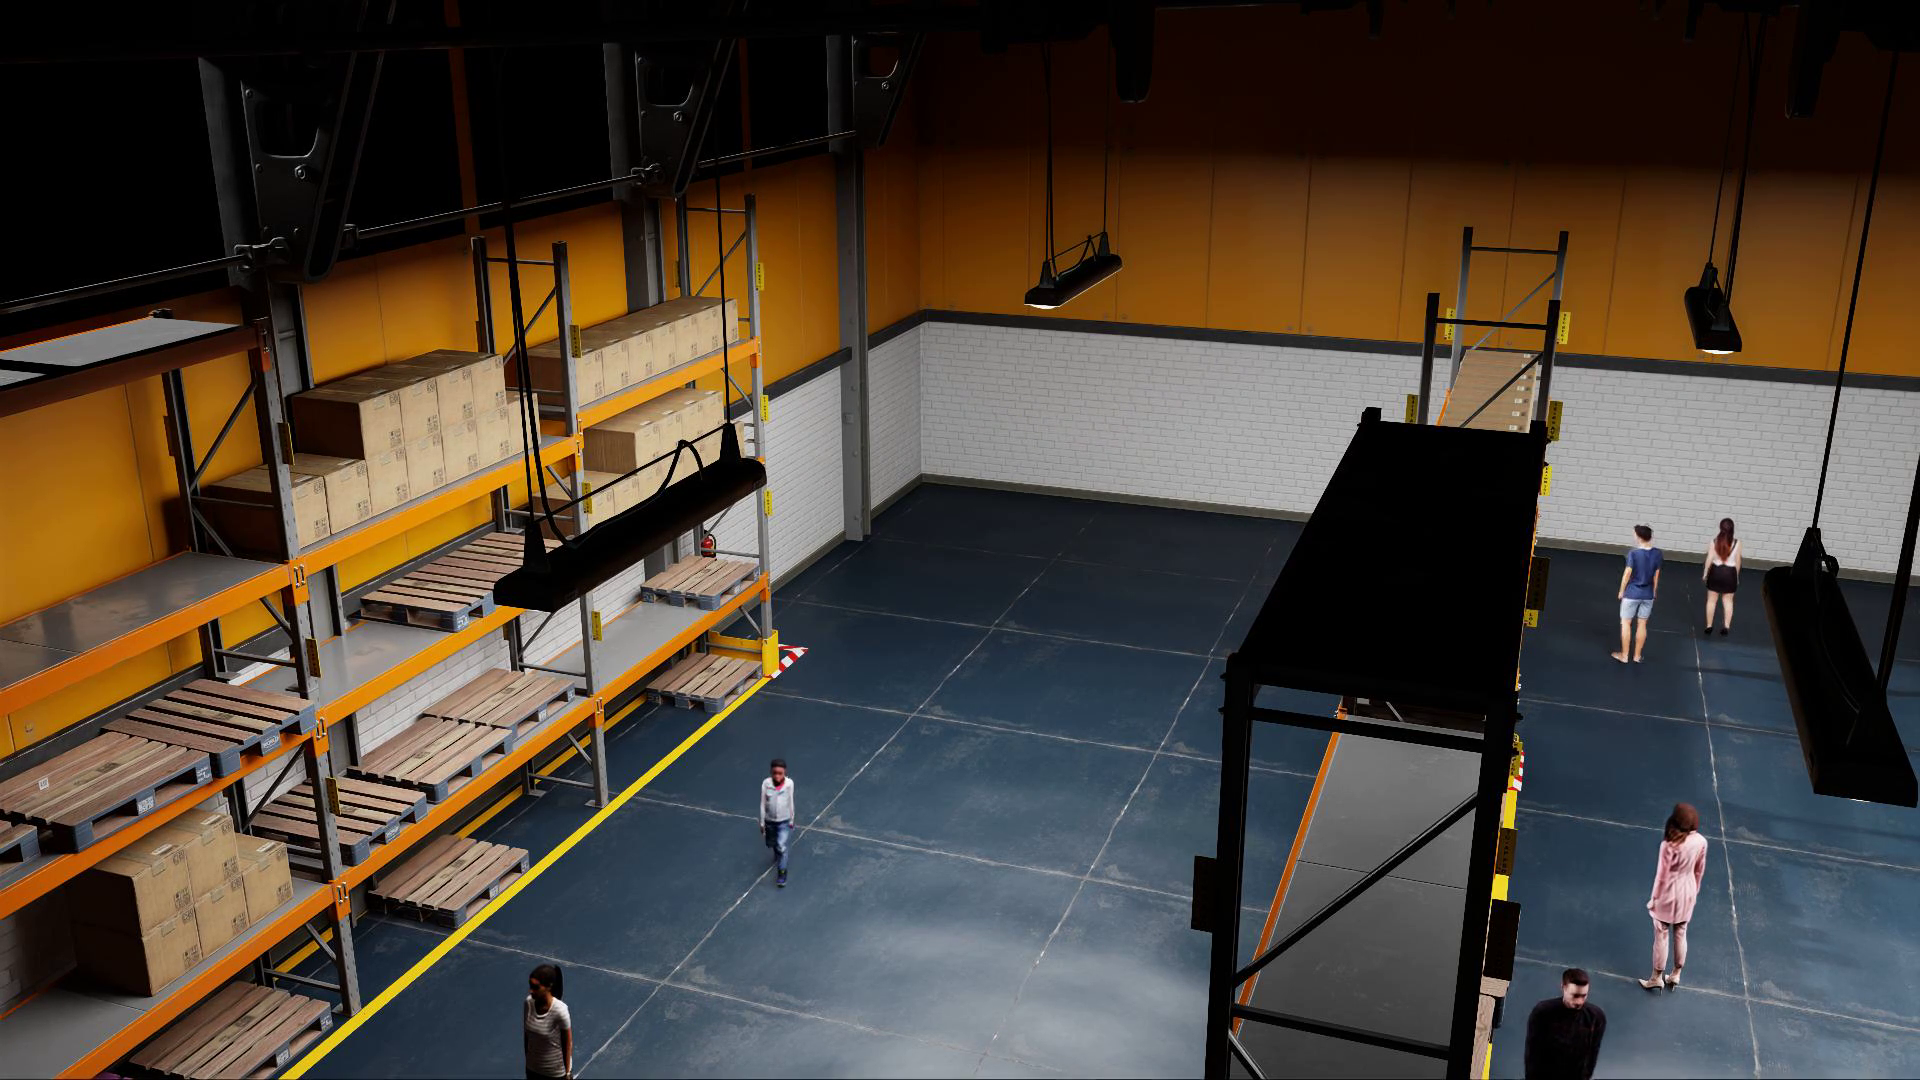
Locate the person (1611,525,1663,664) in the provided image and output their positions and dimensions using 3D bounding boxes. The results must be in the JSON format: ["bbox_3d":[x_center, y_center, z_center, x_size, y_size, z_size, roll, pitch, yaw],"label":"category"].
[{"bbox_3d":[8.687,0.684,21.302,0.724,1.835,0.719,2,19,5],"label":"person"}]

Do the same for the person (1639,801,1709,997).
[{"bbox_3d":[6.136,3.069,14.271,0.687,1.802,0.698,-4,19,-12],"label":"person"}]

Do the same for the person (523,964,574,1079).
[{"bbox_3d":[-3.013,3.843,12.217,0.588,1.647,0.559,9,21,25],"label":"person"}]

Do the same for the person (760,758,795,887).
[{"bbox_3d":[-1.779,2.694,16.261,0.606,1.244,0.868,1,19,4],"label":"person"}]

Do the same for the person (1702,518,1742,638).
[{"bbox_3d":[10.119,0.514,22.107,0.590,1.644,0.508,6,19,17],"label":"person"}]

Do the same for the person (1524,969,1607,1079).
[{"bbox_3d":[4.238,3.834,11.895,0.820,1.869,1.142,3,19,10],"label":"person"}]
